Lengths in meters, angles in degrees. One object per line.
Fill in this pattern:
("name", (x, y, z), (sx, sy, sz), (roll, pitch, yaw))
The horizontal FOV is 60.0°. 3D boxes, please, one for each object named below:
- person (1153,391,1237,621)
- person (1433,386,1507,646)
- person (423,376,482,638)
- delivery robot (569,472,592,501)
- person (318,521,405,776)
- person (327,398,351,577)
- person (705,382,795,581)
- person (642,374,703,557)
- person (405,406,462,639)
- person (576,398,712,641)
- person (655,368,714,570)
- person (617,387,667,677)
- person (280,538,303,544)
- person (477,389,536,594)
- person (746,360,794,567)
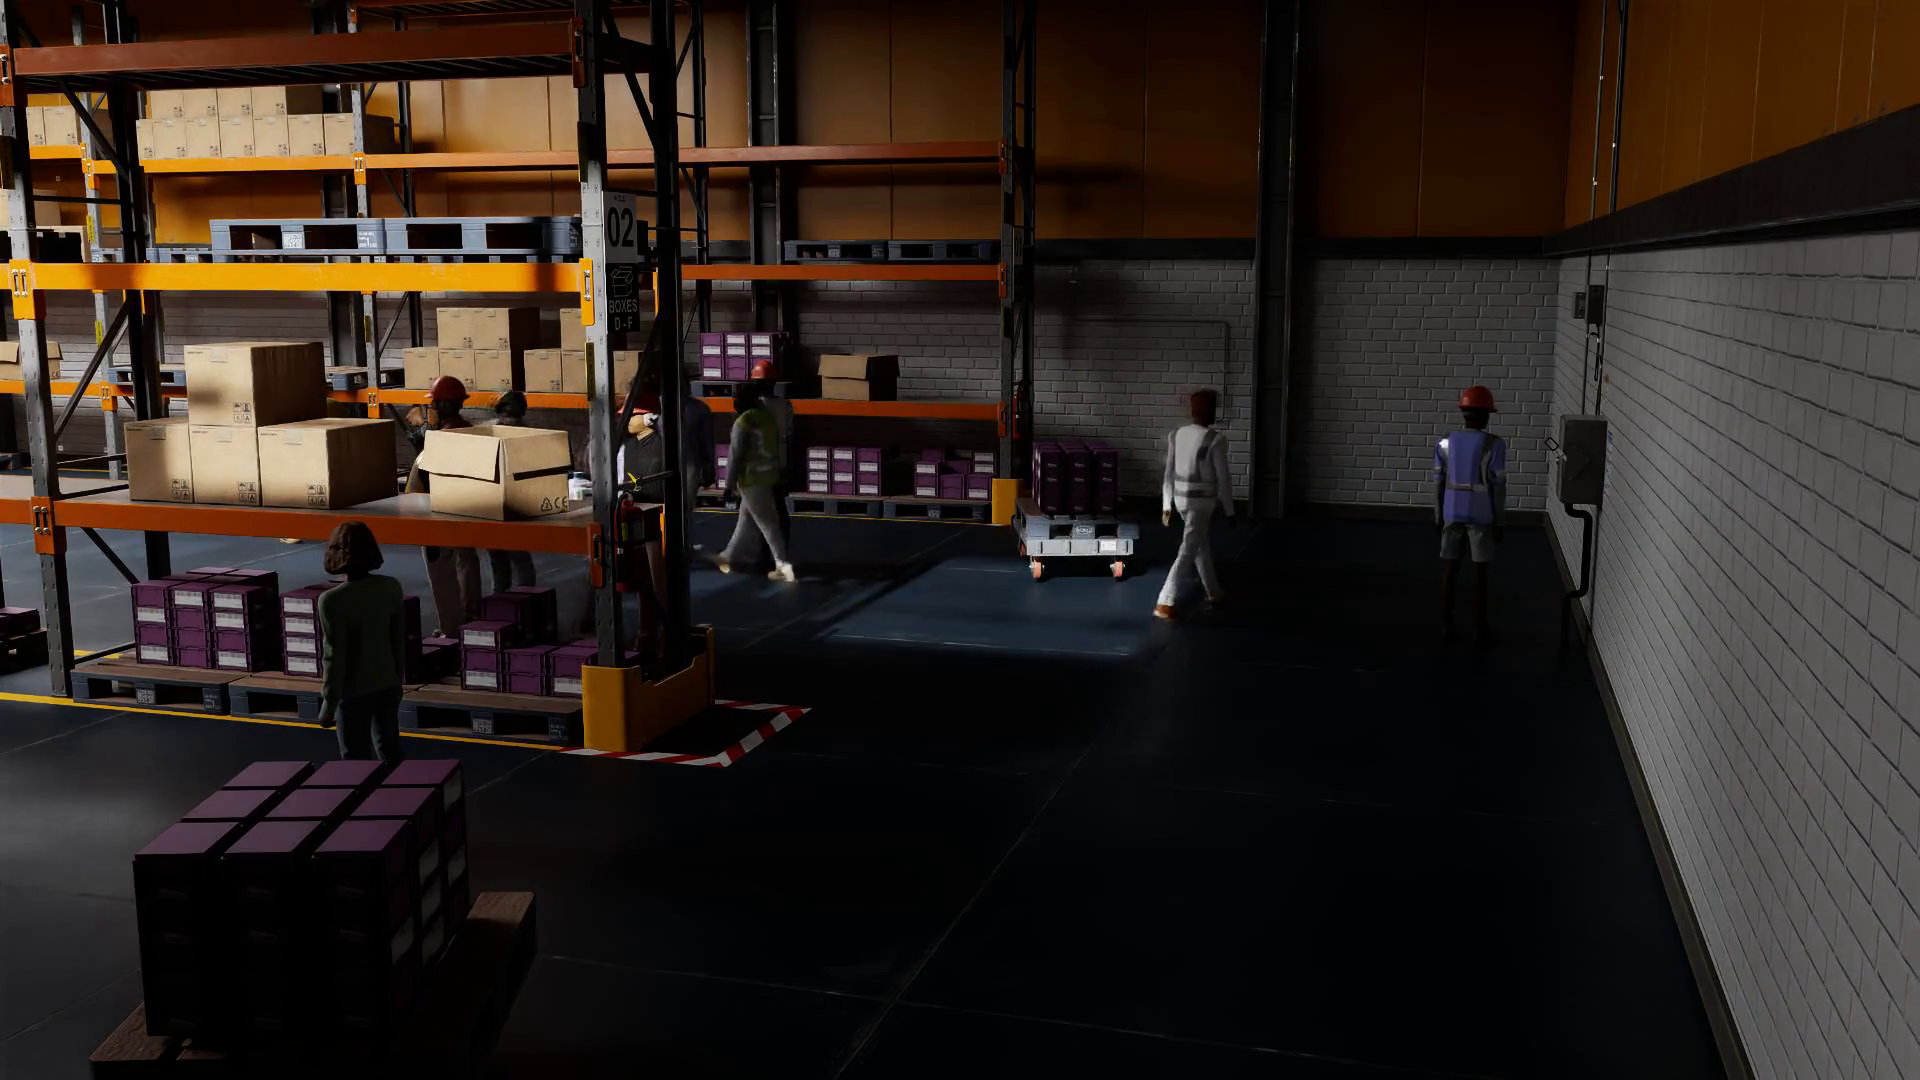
("person", (1.891, -0.277, 13.327), (0.998, 1.833, 0.592), (-7, 12, -36))
("person", (3.804, -0.179, 12.399), (0.542, 1.931, 0.376), (8, 12, 39))
("person", (-3.833, -0.247, 12.617), (0.375, 1.997, 0.612), (0, 9, -1))
("delivery robot", (-4.189, -0.505, 18.285), (0.477, 0.478, 0.707), (-7, 12, -36))
("person", (-2.803, 0.722, 7.812), (0.268, 1.632, 0.509), (4, 10, 24))
("person", (-4.746, -0.183, 12.757), (0.404, 1.823, 0.587), (-2, 9, -10))
("person", (-1.905, -0.525, 14.961), (0.999, 1.777, 0.635), (4, 10, 21))
("person", (-2.928, -0.642, 15.618), (1.029, 1.807, 0.482), (-7, 12, -37))
("person", (-3.755, -0.044, 11.900), (0.430, 1.835, 0.622), (-2, 10, -14))
("person", (-2.408, -0.132, 12.348), (0.988, 1.852, 0.656), (0, 9, 2))
("person", (-2.585, -0.661, 15.378), (0.640, 1.917, 0.782), (1, 9, 3))
("person", (-2.150, -0.060, 11.478), (0.391, 1.995, 0.613), (-8, 12, -41))
("person", (-6.795, -0.891, 17.015), (0.429, 1.840, 0.637), (3, 10, 20))
("person", (-3.526, -0.222, 12.811), (0.796, 1.901, 0.384), (4, 10, 22))
("person", (-1.814, -0.717, 15.660), (0.357, 1.937, 0.551), (8, 12, 40))
